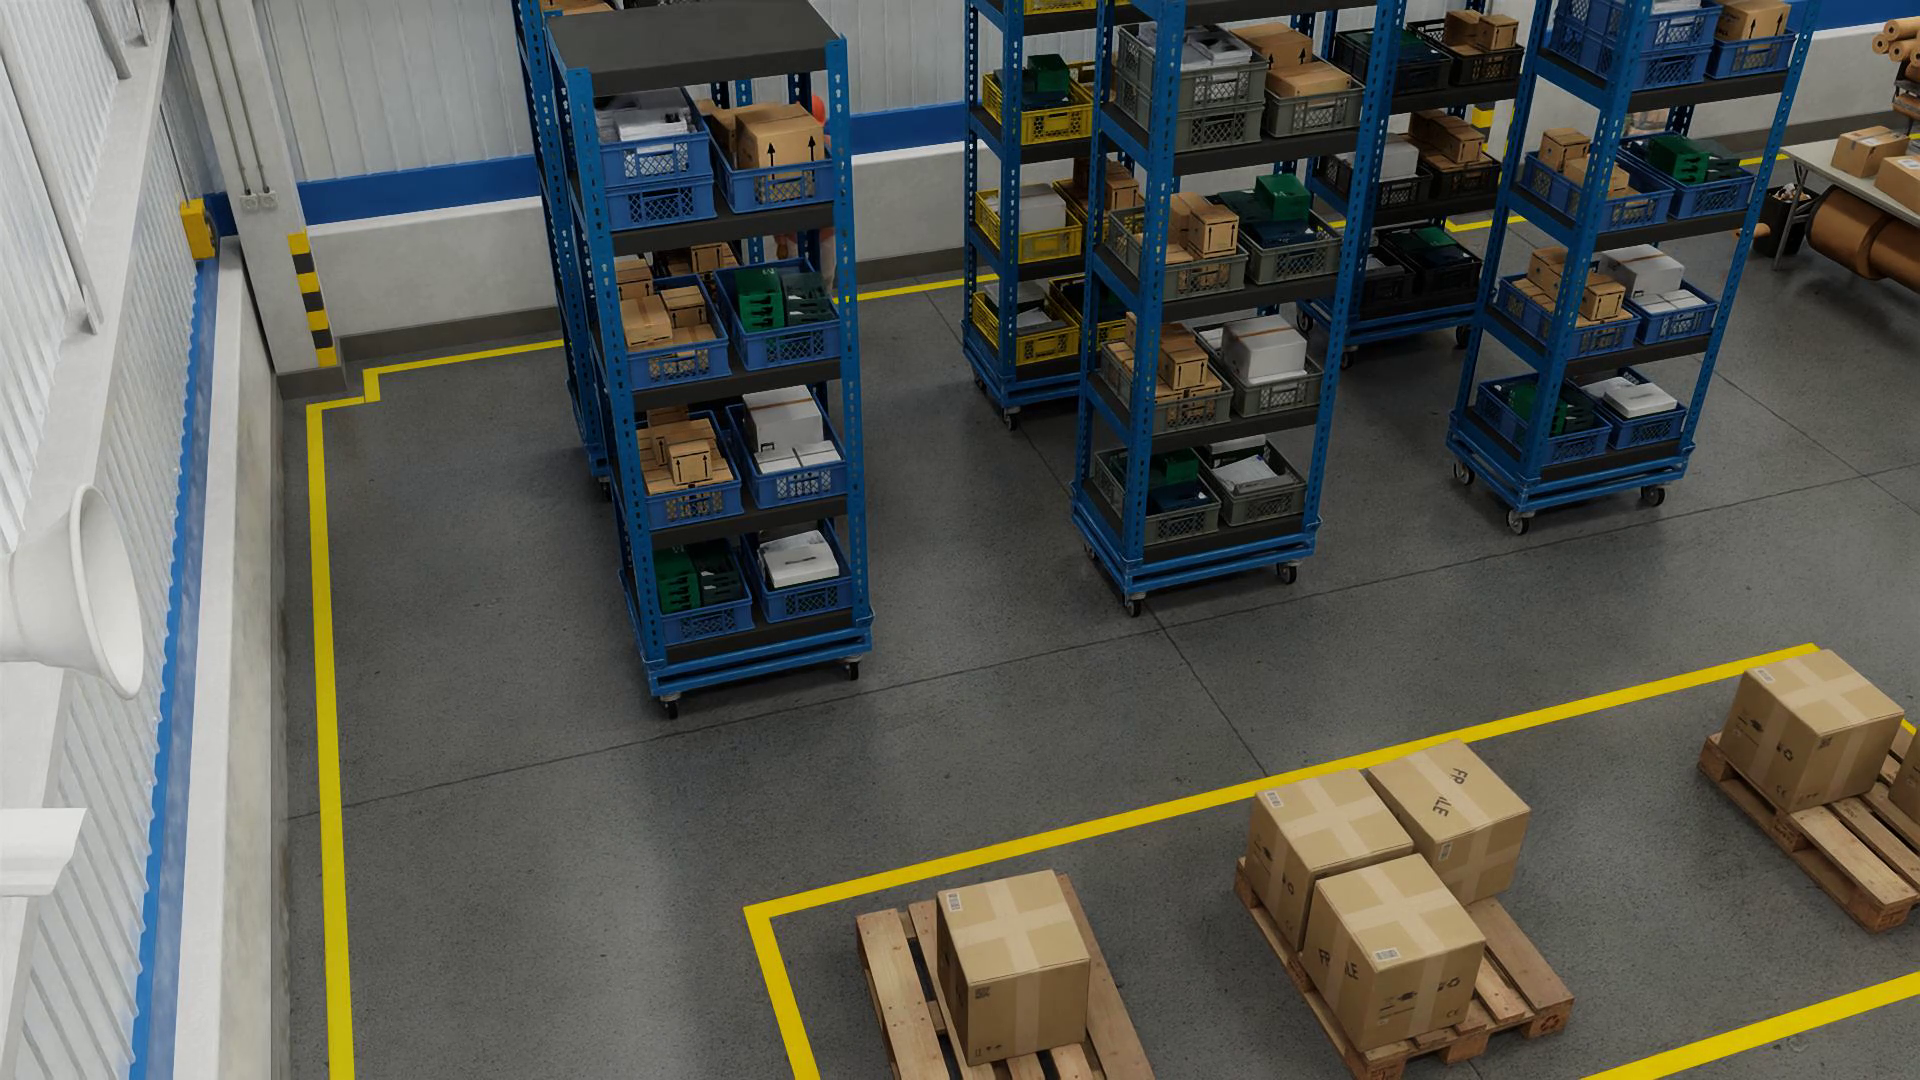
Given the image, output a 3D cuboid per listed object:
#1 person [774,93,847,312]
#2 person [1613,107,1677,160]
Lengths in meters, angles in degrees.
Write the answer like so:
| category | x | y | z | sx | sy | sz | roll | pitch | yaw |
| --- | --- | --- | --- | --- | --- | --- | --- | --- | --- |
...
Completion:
| category | x | y | z | sx | sy | sz | roll | pitch | yaw |
| --- | --- | --- | --- | --- | --- | --- | --- | --- | --- |
| person | -1.029 | -2.159 | 11.611 | 0.618 | 1.989 | 0.392 | -26 | 43 | -32 |
| person | 5.439 | -3.151 | 13.316 | 0.514 | 1.644 | 0.307 | -9 | 36 | -12 |
